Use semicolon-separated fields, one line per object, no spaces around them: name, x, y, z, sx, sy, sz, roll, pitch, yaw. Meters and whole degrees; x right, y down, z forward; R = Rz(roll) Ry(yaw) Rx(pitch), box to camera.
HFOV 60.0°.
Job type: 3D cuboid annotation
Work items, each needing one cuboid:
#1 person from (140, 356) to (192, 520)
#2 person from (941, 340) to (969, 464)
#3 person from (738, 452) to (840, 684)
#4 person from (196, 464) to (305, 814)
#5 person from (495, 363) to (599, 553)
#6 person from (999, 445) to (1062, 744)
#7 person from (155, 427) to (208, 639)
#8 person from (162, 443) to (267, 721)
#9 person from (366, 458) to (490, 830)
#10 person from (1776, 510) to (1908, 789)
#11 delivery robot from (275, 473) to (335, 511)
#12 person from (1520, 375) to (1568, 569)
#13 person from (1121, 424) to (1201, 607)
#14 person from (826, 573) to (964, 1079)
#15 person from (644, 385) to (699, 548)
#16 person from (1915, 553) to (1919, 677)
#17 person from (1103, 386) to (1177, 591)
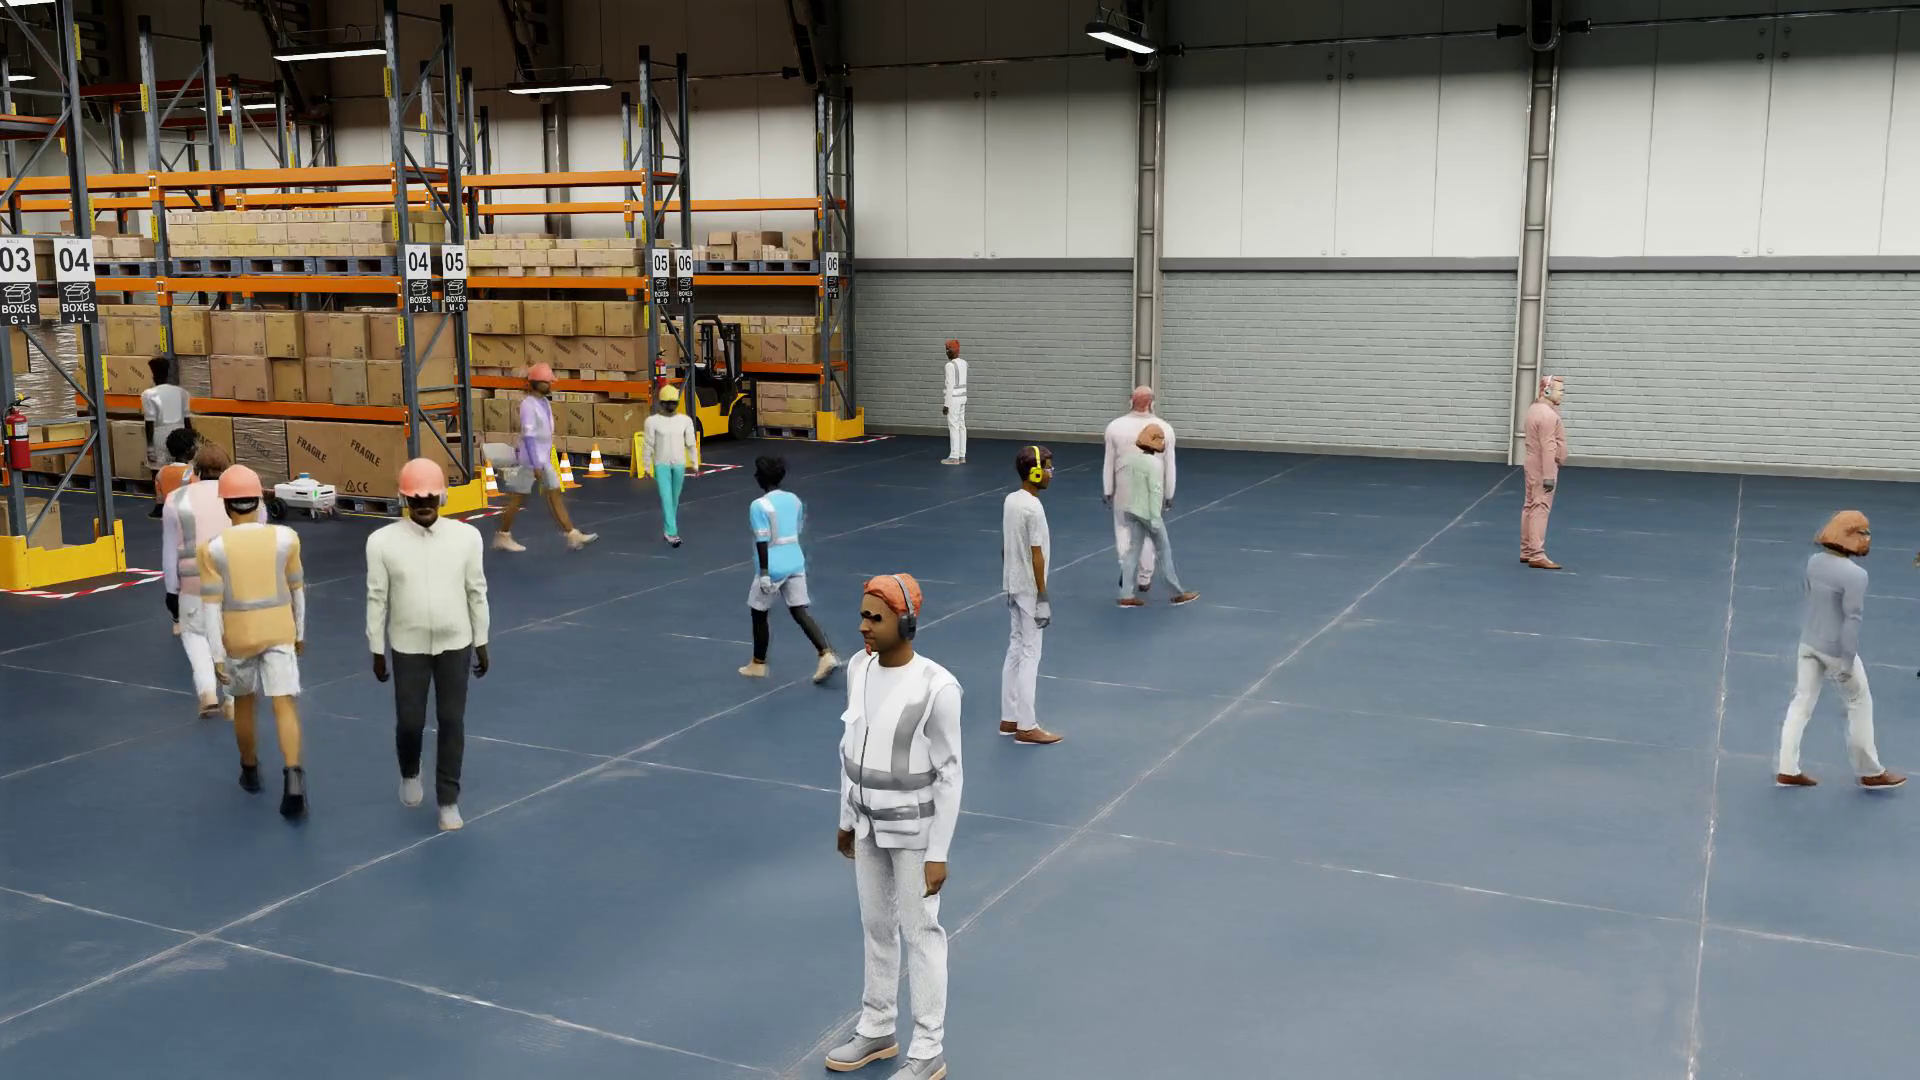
person;-9.212;-1.172;19.428;0.837;1.942;0.608;5;11;30
person;-0.084;-2.081;25.154;0.356;1.884;0.574;5;10;26
person;-1.222;0.206;11.810;0.820;1.662;0.538;6;11;35
person;-3.842;0.536;9.086;0.540;1.904;0.978;-5;11;-28
person;-4.347;-0.834;17.210;1.121;1.980;0.638;2;9;9
person;0.428;0.337;10.388;0.309;1.863;0.534;-4;10;-21
person;-6.151;-0.047;13.257;0.535;1.697;0.318;4;10;25
person;-4.819;0.284;10.818;0.661;1.830;0.447;-6;11;-31
person;-2.811;0.538;8.819;0.616;1.979;0.485;-4;10;-25
person;5.027;0.628;9.409;0.768;1.604;0.502;-2;9;-9
delivery robot;-7.687;-0.547;19.520;0.707;0.478;0.477;4;10;25
person;5.797;-0.676;16.478;0.399;1.905;0.642;1;9;6
person;1.731;-0.208;14.513;0.730;1.600;0.512;-4;10;-22
person;-0.237;1.047;5.975;0.353;1.883;0.573;-9;13;-43
person;-3.062;-0.788;17.710;0.545;1.711;0.898;-5;10;-26
person;7.370;0.056;12.054;0.993;1.900;0.564;-4;10;-24
person;1.640;-0.458;15.168;0.671;1.890;0.455;1;9;6
